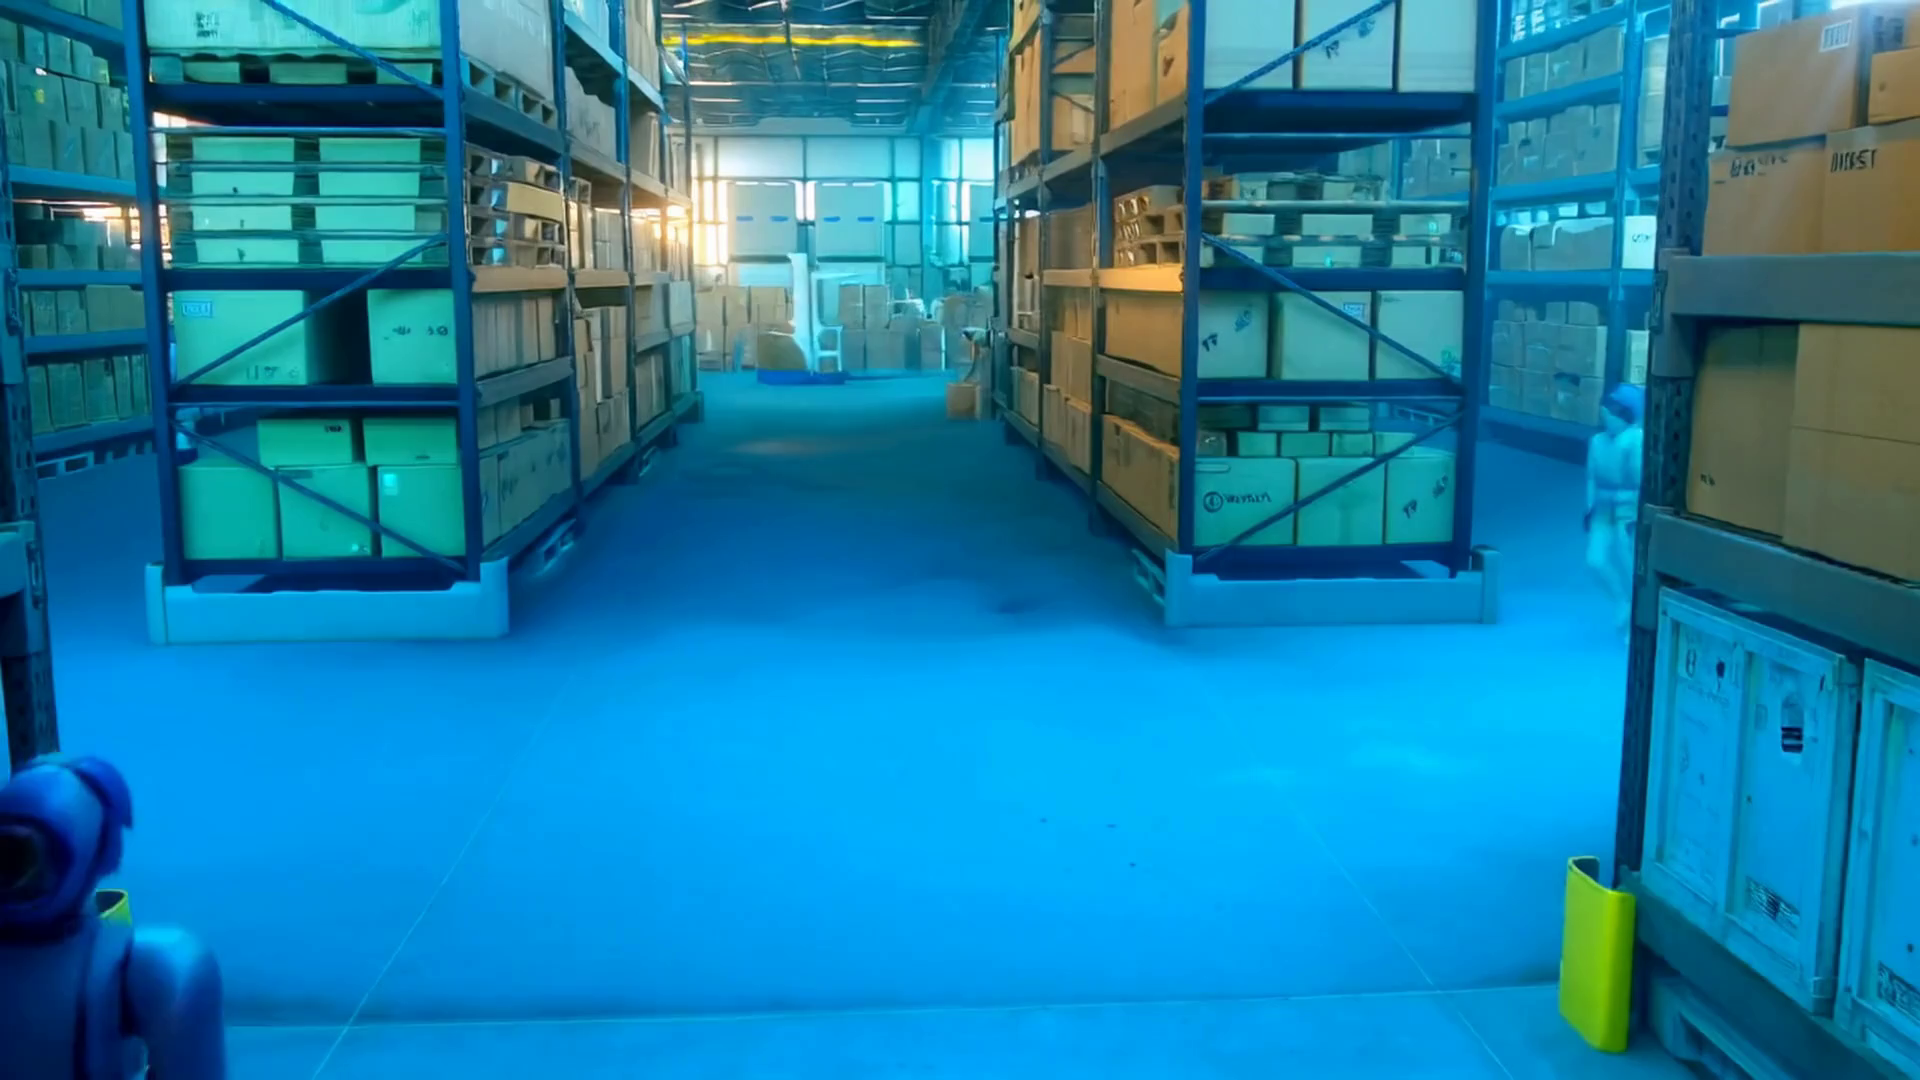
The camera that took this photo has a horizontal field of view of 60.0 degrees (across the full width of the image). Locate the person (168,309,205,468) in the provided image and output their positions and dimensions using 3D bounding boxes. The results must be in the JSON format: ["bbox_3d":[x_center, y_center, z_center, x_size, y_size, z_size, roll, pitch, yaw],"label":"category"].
[{"bbox_3d":[-7.548,-1.237,16.216,0.605,2.045,0.378,8,12,40],"label":"person"}]

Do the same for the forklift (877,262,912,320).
[{"bbox_3d":[-2.578,-8.323,58.089,1.873,2.768,1.129,-4,10,-21],"label":"forklift"}]

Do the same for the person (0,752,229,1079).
[{"bbox_3d":[-1.428,1.146,2.631,0.523,1.609,0.810,-1,9,-7],"label":"person"}]

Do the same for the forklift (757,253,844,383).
[{"bbox_3d":[-3.480,-4.832,36.171,1.873,2.768,1.129,-1,9,-4],"label":"forklift"}]

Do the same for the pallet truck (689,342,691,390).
[{"bbox_3d":[-5.225,-3.008,27.480,1.885,1.965,0.823,2,9,14],"label":"pallet truck"}]

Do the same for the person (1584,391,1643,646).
[{"bbox_3d":[4.244,-0.144,10.643,0.397,1.617,0.590,-5,10,-30],"label":"person"}]
